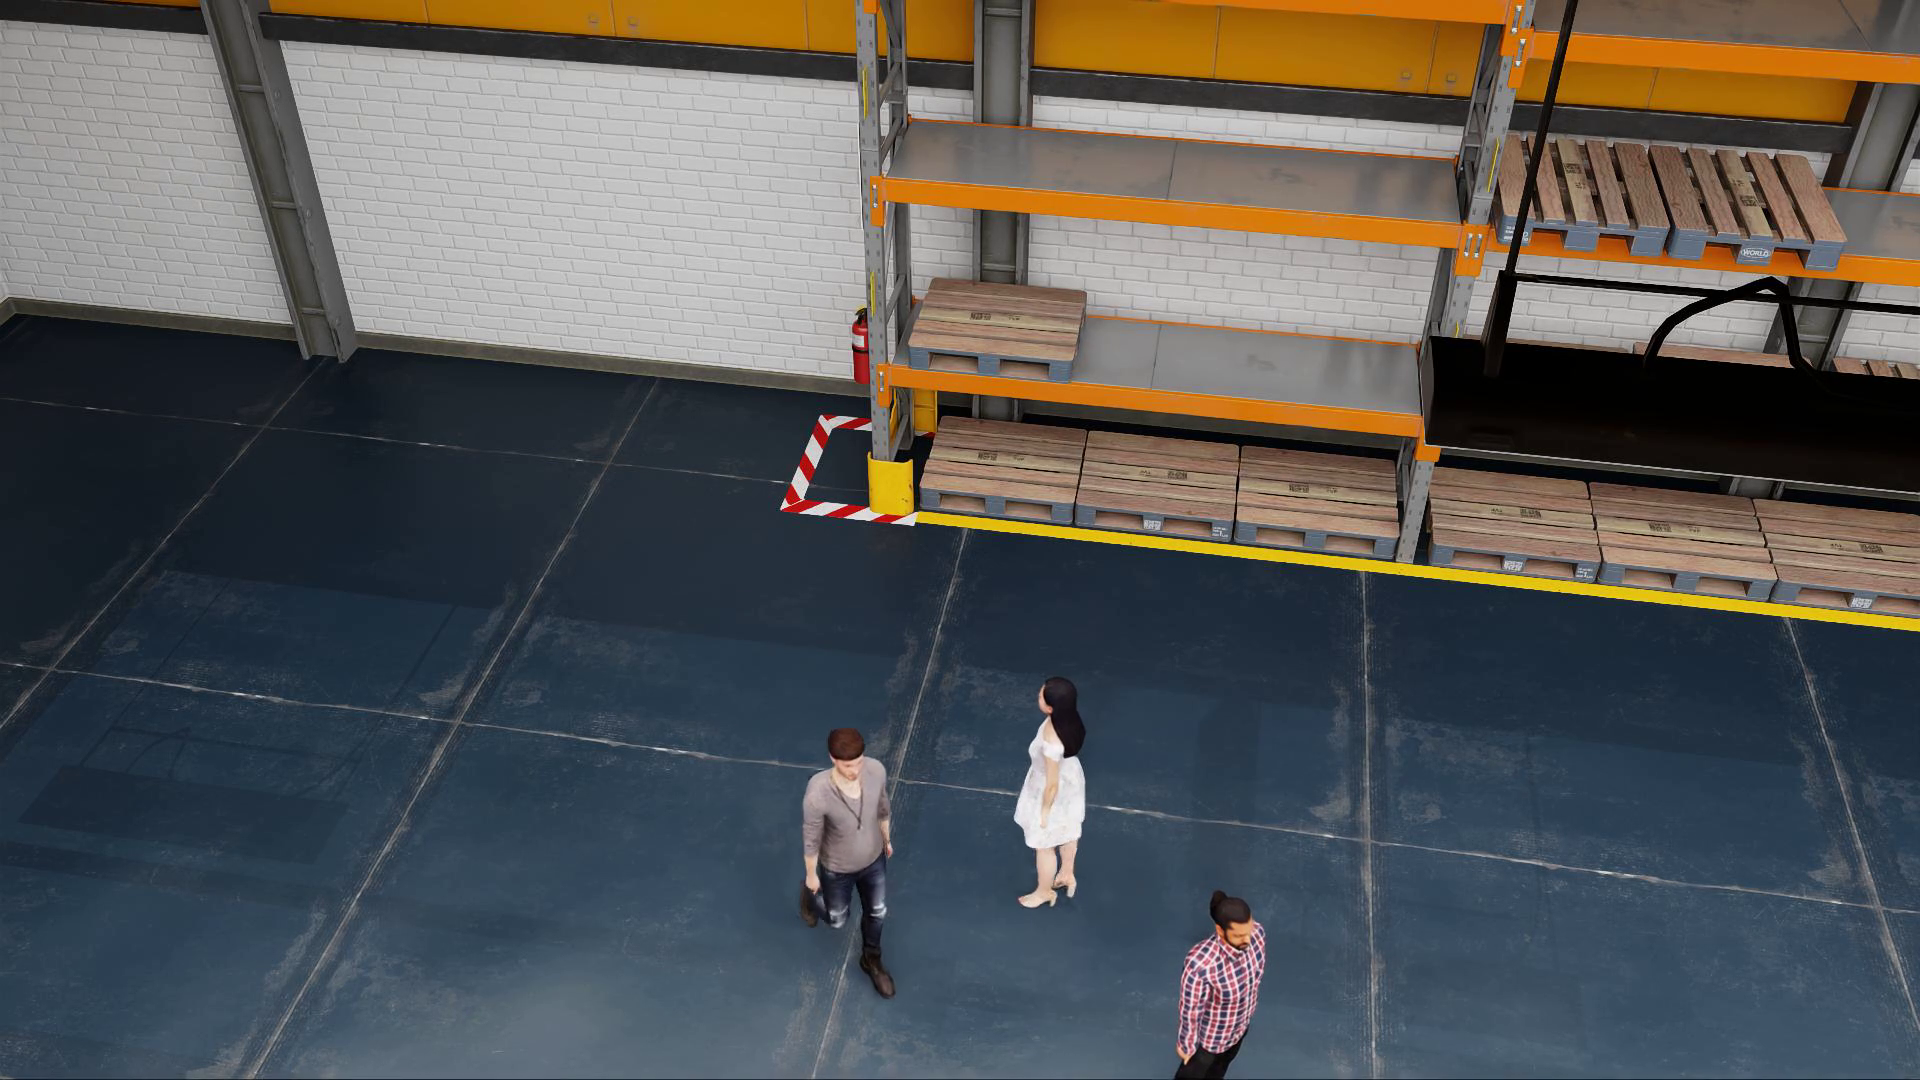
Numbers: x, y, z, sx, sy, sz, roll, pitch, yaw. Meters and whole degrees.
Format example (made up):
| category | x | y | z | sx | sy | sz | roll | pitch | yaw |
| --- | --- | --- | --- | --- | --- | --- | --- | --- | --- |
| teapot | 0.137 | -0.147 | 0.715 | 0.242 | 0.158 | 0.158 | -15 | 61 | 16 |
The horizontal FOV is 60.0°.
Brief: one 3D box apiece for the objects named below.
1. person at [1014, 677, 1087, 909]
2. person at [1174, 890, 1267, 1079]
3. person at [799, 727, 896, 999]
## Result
| category | x | y | z | sx | sy | sz | roll | pitch | yaw |
| --- | --- | --- | --- | --- | --- | --- | --- | --- | --- |
| person | 0.551 | 1.449 | 9.443 | 0.674 | 1.775 | 0.684 | 13 | 40 | 16 |
| person | 1.282 | 2.382 | 8.285 | 0.773 | 1.761 | 0.807 | -29 | 47 | -31 |
| person | -0.639 | 1.678 | 9.068 | 1.067 | 1.885 | 1.118 | -23 | 44 | -26 |
